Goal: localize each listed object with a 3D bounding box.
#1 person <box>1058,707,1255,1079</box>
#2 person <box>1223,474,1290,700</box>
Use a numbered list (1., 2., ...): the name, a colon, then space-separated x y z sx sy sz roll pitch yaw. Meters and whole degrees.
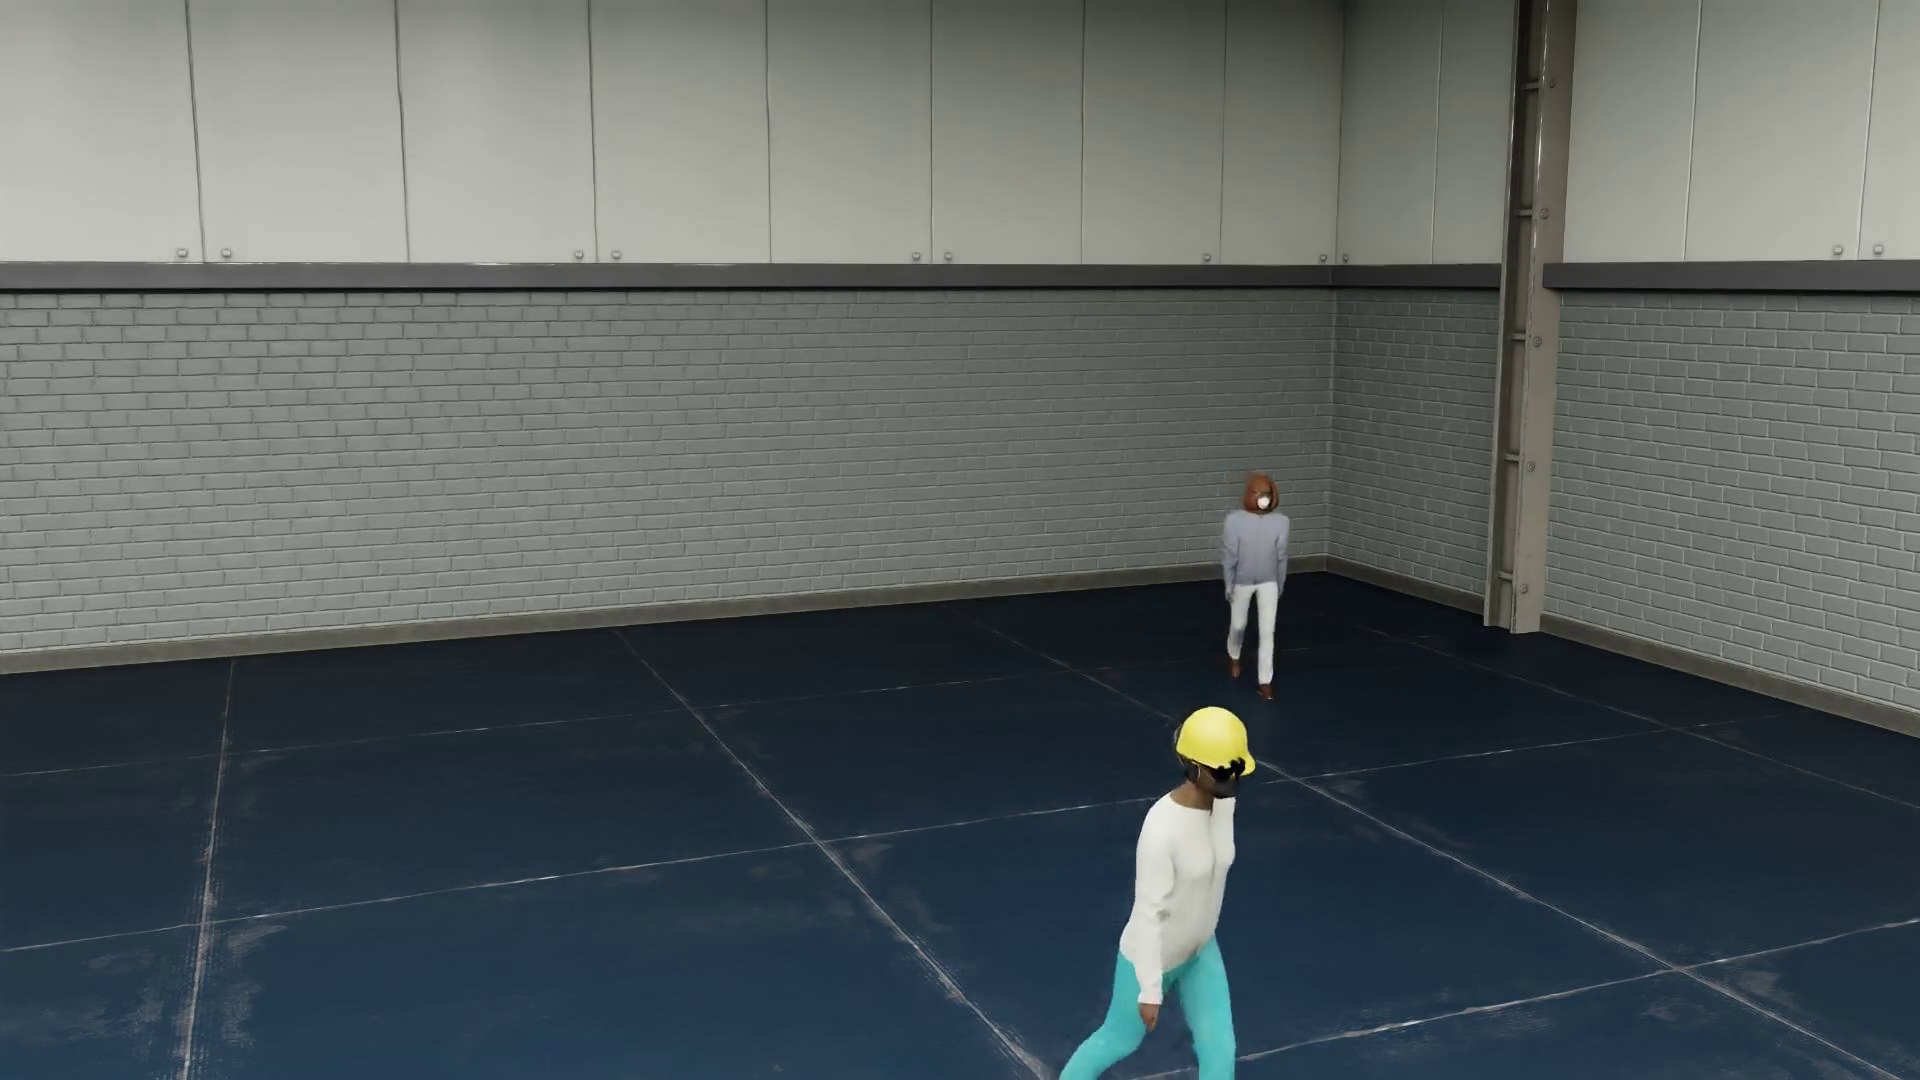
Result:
1. person: 0.639 1.329 5.476 0.955 1.694 0.528 9 13 44
2. person: 2.148 0.299 12.179 0.490 1.608 0.765 0 9 1
